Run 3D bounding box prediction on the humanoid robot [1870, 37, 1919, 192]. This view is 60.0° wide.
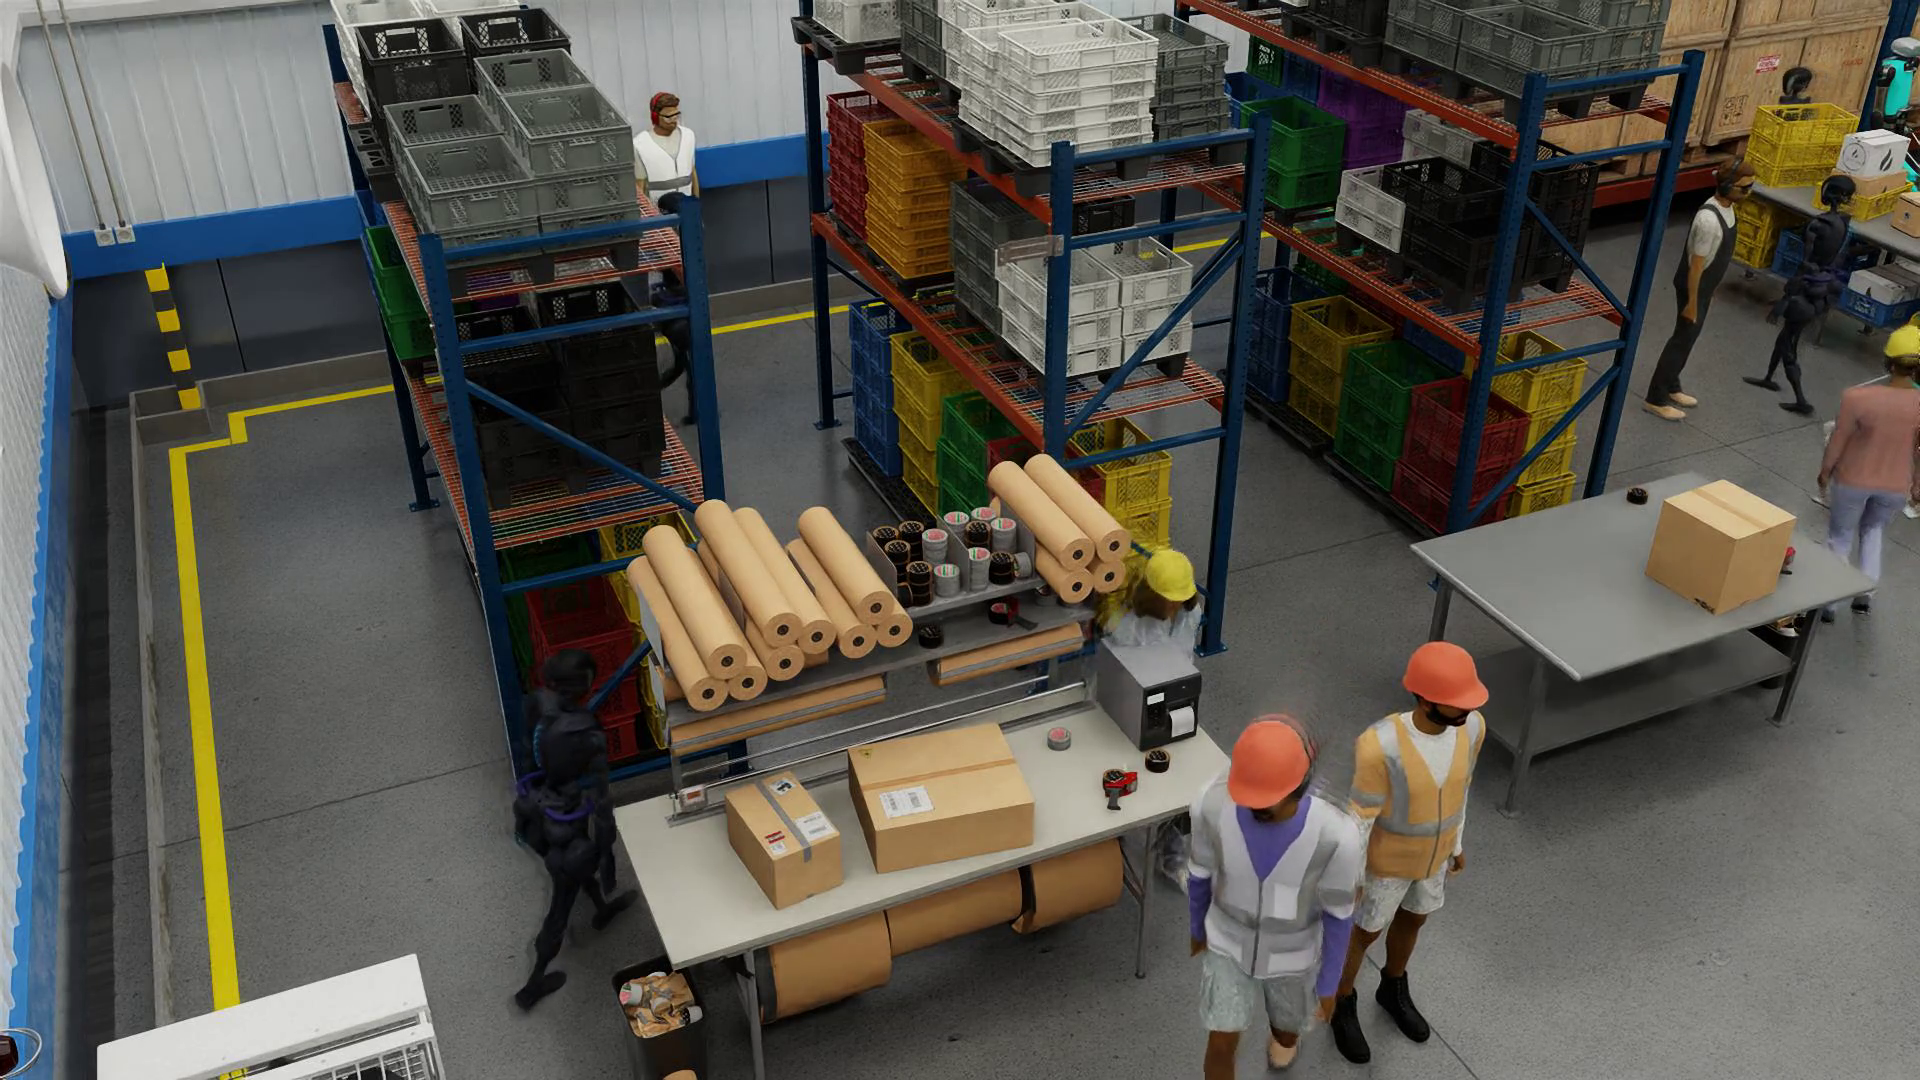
[{"bbox_3d":[7.809,-3.241,13.706,0.533,1.677,0.735,-24,39,-33],"label":"humanoid robot"}]

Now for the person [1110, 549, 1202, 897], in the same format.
[{"bbox_3d":[0.815,0.718,7.429,0.487,1.701,0.860,-17,36,-26],"label":"person"}]

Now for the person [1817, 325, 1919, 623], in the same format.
[{"bbox_3d":[4.982,-0.342,9.109,0.521,1.748,0.385,5,32,9],"label":"person"}]

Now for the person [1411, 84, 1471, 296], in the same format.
[{"bbox_3d":[3.583,-2.558,12.626,0.429,1.844,0.626,-1,32,-1],"label":"person"}]

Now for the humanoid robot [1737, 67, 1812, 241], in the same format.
[{"bbox_3d":[6.730,-3.040,13.611,0.650,1.638,0.589,2,32,3],"label":"humanoid robot"}]

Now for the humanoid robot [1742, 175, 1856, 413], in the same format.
[{"bbox_3d":[5.791,-1.696,11.411,0.608,1.642,0.611,-24,39,-33],"label":"humanoid robot"}]

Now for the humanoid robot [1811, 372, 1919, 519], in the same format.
[{"bbox_3d":[5.618,-0.881,9.989,0.957,1.712,0.582,10,33,15],"label":"humanoid robot"}]

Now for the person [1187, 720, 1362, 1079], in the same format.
[{"bbox_3d":[1.109,1.404,6.033,0.603,2.013,0.842,11,33,17],"label":"person"}]

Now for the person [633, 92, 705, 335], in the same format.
[{"bbox_3d":[-2.180,-2.448,12.454,0.562,1.836,0.390,-28,41,-37],"label":"person"}]

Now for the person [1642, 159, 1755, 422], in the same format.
[{"bbox_3d":[4.987,-1.683,11.214,0.336,1.838,0.505,20,37,28],"label":"person"}]

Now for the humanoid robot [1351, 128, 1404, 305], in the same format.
[{"bbox_3d":[3.092,-2.229,12.254,0.545,1.857,0.762,-7,32,-12],"label":"humanoid robot"}]

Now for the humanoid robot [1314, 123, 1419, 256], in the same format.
[{"bbox_3d":[3.053,-2.662,12.904,0.548,1.759,0.838,-17,35,-25],"label":"humanoid robot"}]

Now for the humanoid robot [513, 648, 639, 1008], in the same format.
[{"bbox_3d":[-1.609,1.138,6.806,0.590,1.624,0.733,25,40,35],"label":"humanoid robot"}]

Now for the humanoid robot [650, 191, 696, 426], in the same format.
[{"bbox_3d":[-1.964,-1.509,11.086,0.533,1.627,0.599,-15,34,-22],"label":"humanoid robot"}]

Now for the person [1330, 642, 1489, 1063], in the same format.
[{"bbox_3d":[1.732,1.205,6.418,0.550,1.940,0.346,-12,34,-19],"label":"person"}]
